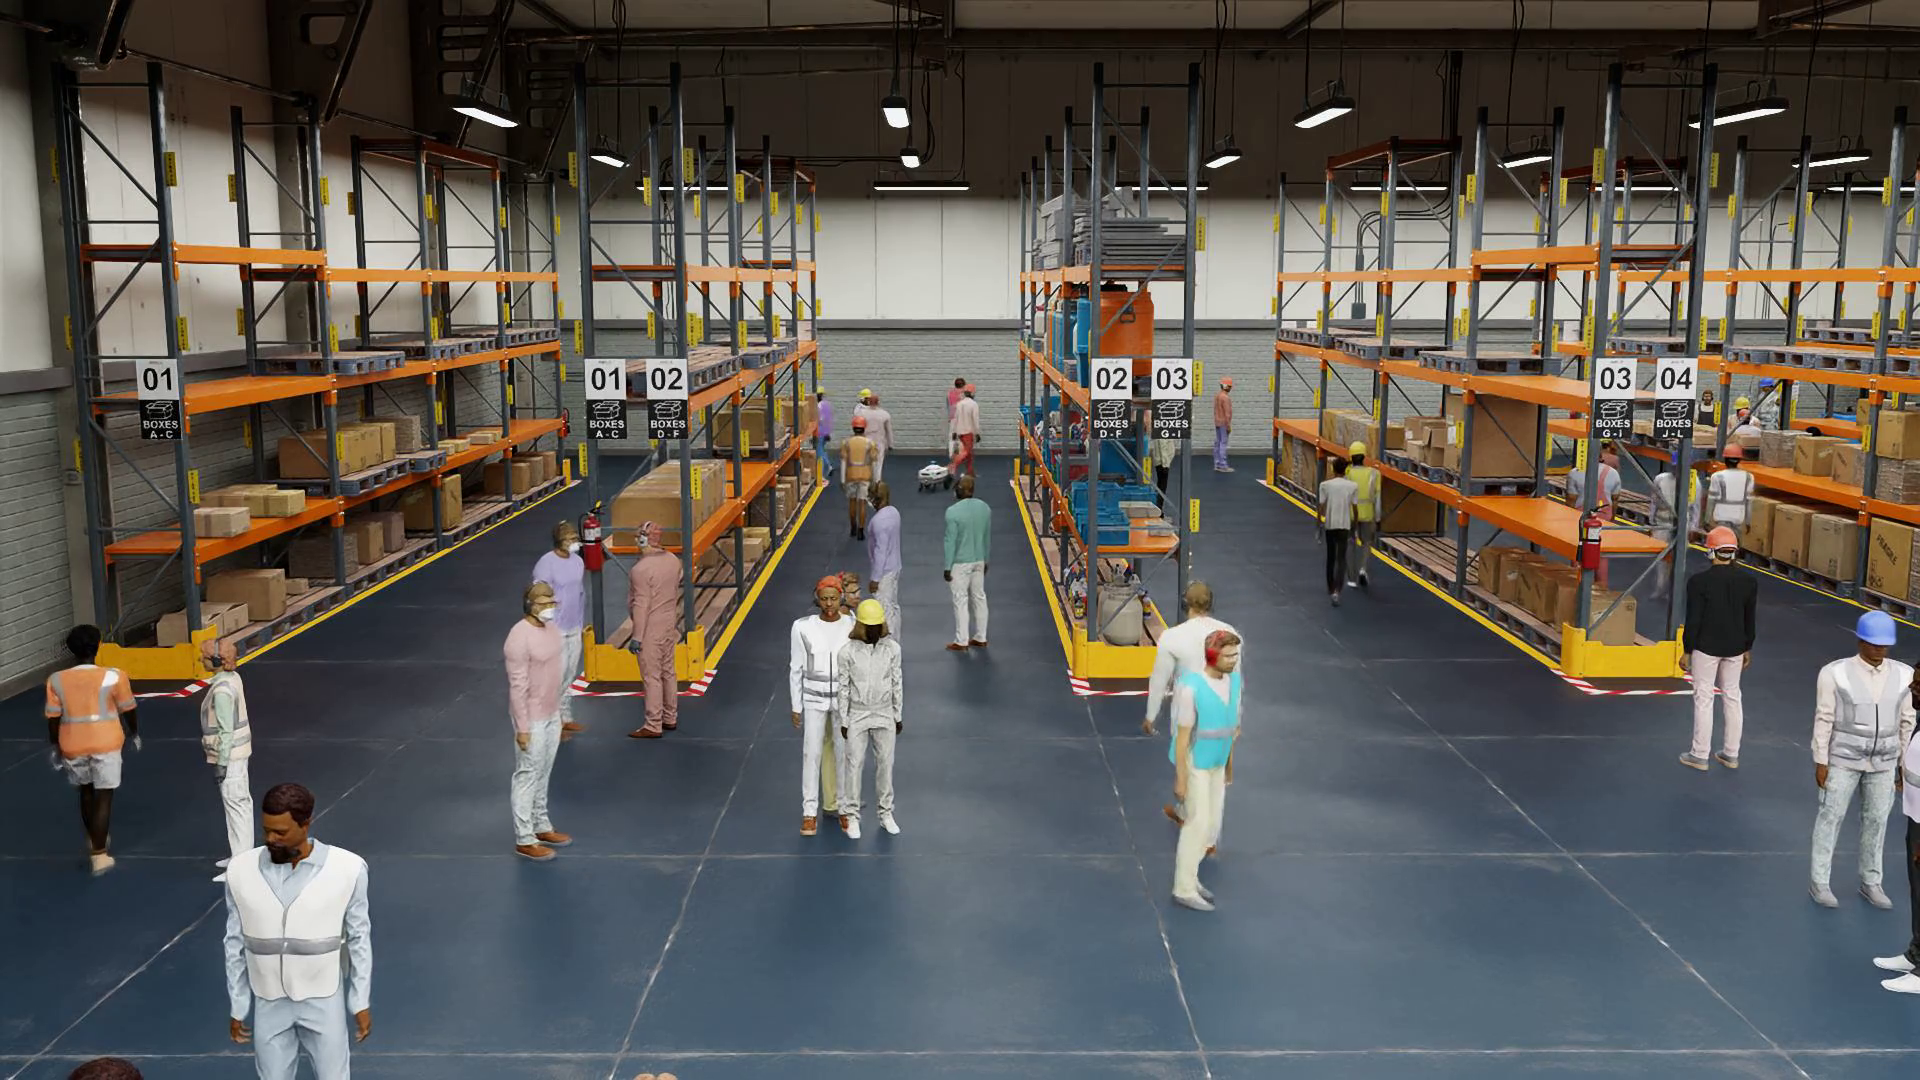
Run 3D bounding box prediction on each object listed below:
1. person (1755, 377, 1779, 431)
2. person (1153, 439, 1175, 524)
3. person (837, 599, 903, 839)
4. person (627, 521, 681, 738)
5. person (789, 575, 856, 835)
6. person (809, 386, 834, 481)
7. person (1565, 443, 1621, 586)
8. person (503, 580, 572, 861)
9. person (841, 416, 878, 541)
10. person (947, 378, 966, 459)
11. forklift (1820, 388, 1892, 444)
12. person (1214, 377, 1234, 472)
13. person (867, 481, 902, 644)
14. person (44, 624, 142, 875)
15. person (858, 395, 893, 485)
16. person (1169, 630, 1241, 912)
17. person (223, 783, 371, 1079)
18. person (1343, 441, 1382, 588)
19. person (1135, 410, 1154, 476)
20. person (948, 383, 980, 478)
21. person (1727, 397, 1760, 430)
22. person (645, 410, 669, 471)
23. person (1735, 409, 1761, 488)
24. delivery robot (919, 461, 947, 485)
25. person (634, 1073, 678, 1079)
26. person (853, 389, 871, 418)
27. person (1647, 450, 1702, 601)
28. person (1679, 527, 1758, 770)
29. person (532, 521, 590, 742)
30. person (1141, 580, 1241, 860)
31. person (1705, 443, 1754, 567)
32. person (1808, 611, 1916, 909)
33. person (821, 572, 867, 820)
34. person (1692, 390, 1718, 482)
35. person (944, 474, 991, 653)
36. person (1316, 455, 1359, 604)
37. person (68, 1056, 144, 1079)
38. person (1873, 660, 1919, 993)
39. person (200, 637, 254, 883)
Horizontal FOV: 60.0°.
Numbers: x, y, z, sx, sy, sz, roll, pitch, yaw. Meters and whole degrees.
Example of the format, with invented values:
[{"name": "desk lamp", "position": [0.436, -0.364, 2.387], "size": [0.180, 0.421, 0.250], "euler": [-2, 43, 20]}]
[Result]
[{"name": "person", "position": [17.319, -2.528, 35.740], "size": [0.403, 1.937, 0.604], "euler": [-2, 9, -15]}, {"name": "person", "position": [3.384, -1.251, 27.387], "size": [0.414, 1.985, 0.610], "euler": [1, 9, 6]}, {"name": "person", "position": [-0.636, 1.275, 11.926], "size": [0.485, 1.738, 0.320], "euler": [-3, 9, -20]}, {"name": "person", "position": [-2.702, 0.779, 14.562], "size": [0.410, 1.909, 0.642], "euler": [3, 9, 19]}, {"name": "person", "position": [-0.939, 1.189, 11.999], "size": [0.573, 1.883, 0.355], "euler": [-1, 9, -9]}, {"name": "person", "position": [-2.805, -2.123, 33.258], "size": [0.457, 1.898, 0.665], "euler": [5, 10, 30]}, {"name": "person", "position": [7.889, -0.275, 20.914], "size": [0.688, 2.000, 0.536], "euler": [-1, 9, -4]}, {"name": "person", "position": [-2.931, 1.233, 11.552], "size": [0.371, 1.936, 0.629], "euler": [2, 9, 10]}, {"name": "person", "position": [-1.556, -0.976, 25.839], "size": [0.564, 1.902, 0.912], "euler": [0, 9, 2]}, {"name": "person", "position": [-0.023, -2.721, 37.339], "size": [0.624, 1.835, 0.431], "euler": [8, 12, 42]}, {"name": "forklift", "position": [20.072, -3.110, 36.462], "size": [1.873, 2.768, 1.129], "euler": [0, 9, 0]}, {"name": "person", "position": [5.543, -2.423, 34.912], "size": [0.393, 1.985, 0.611], "euler": [-2, 9, -14]}, {"name": "person", "position": [-0.798, 0.347, 17.245], "size": [0.370, 1.938, 0.627], "euler": [2, 9, 13]}, {"name": "person", "position": [-5.887, 1.393, 11.369], "size": [0.534, 1.666, 0.738], "euler": [-1, 9, -5]}, {"name": "person", "position": [-1.605, -1.804, 31.361], "size": [0.663, 1.858, 1.011], "euler": [0, 9, 0]}, {"name": "person", "position": [1.528, 1.445, 10.584], "size": [0.527, 1.814, 0.572], "euler": [7, 11, 40]}, {"name": "person", "position": [-2.796, 1.943, 7.060], "size": [0.587, 1.913, 0.392], "euler": [-1, 9, -7]}, {"name": "person", "position": [5.167, -0.327, 21.655], "size": [0.607, 1.910, 0.428], "euler": [1, 9, 8]}, {"name": "person", "position": [3.756, -2.109, 34.026], "size": [0.576, 1.623, 0.359], "euler": [-4, 10, -25]}, {"name": "person", "position": [0.060, -2.174, 33.428], "size": [0.906, 1.957, 0.638], "euler": [-7, 12, -40]}, {"name": "person", "position": [13.984, -1.600, 29.830], "size": [0.584, 1.918, 0.381], "euler": [8, 12, 43]}, {"name": "person", "position": [-5.206, -1.427, 28.710], "size": [0.453, 1.920, 0.555], "euler": [-6, 11, -33]}, {"name": "person", "position": [13.819, -1.442, 29.354], "size": [0.562, 1.746, 0.335], "euler": [-2, 9, -10]}, {"name": "delivery robot", "position": [-0.514, -1.258, 31.700], "size": [0.477, 0.478, 0.707], "euler": [4, 9, 23]}, {"name": "person", "position": [-0.889, 2.397, 4.998], "size": [0.513, 1.645, 0.307], "euler": [-1, 9, -6]}, {"name": "person", "position": [-1.903, -2.127, 33.488], "size": [0.403, 1.834, 0.586], "euler": [4, 10, 23]}, {"name": "person", "position": [8.825, -0.171, 20.615], "size": [0.623, 1.921, 0.545], "euler": [8, 12, 40]}, {"name": "person", "position": [6.183, 0.883, 13.609], "size": [0.614, 1.993, 0.395], "euler": [-1, 9, -7]}, {"name": "person", "position": [-3.466, 0.785, 14.468], "size": [0.392, 1.929, 0.643], "euler": [4, 10, 22]}, {"name": "person", "position": [1.592, 1.218, 11.725], "size": [0.645, 1.899, 0.936], "euler": [-5, 10, -27]}, {"name": "person", "position": [9.965, -0.296, 21.507], "size": [0.553, 1.907, 0.932], "euler": [0, 9, 2]}, {"name": "person", "position": [5.723, 1.391, 10.544], "size": [0.601, 1.938, 0.425], "euler": [1, 9, 5]}, {"name": "person", "position": [-0.899, 1.145, 12.396], "size": [0.397, 1.847, 0.564], "euler": [2, 9, 10]}, {"name": "person", "position": [14.818, -2.070, 33.084], "size": [0.514, 1.845, 0.338], "euler": [3, 9, 19]}, {"name": "person", "position": [0.075, 0.252, 17.894], "size": [0.638, 1.931, 0.369], "euler": [-8, 12, -42]}, {"name": "person", "position": [4.708, -0.139, 20.751], "size": [0.516, 1.841, 0.917], "euler": [3, 9, 19]}, {"name": "person", "position": [-2.290, 2.325, 4.574], "size": [0.593, 1.922, 0.392], "euler": [-1, 9, -6]}, {"name": "person", "position": [5.443, 1.586, 9.331], "size": [0.388, 1.919, 0.593], "euler": [4, 10, 23]}, {"name": "person", "position": [-4.884, 1.450, 11.093], "size": [0.311, 1.642, 0.514], "euler": [-3, 9, -18]}]
